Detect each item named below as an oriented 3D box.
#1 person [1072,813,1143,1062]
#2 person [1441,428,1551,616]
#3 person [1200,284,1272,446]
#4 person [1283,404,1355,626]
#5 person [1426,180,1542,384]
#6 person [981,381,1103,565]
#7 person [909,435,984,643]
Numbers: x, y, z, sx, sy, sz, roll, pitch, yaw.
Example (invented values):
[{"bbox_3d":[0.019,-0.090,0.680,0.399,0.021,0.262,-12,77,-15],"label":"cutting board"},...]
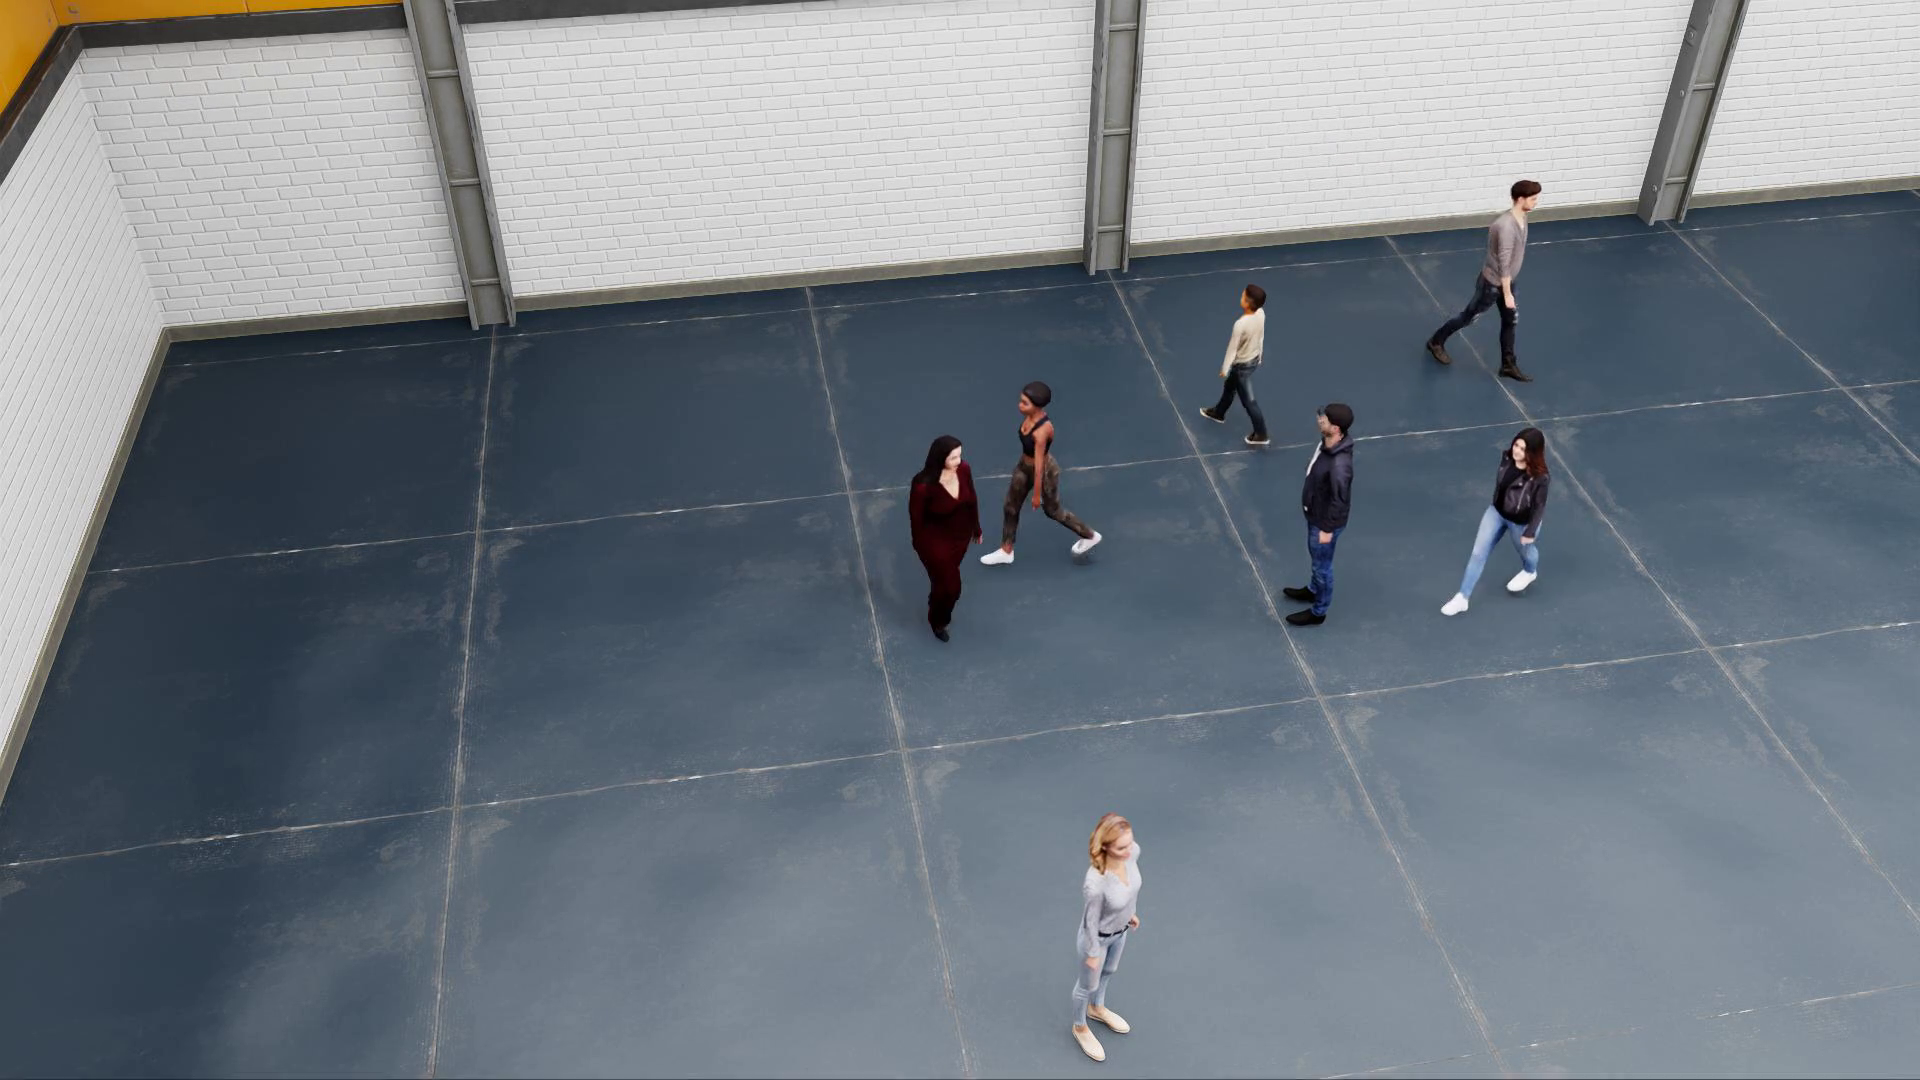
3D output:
[{"bbox_3d":[0.795,2.148,9.124,0.724,1.796,0.643,29,47,31],"label":"person"},{"bbox_3d":[4.108,-0.162,12.192,1.244,1.577,0.957,-22,43,-25],"label":"person"},{"bbox_3d":[2.427,-1.440,13.902,1.000,1.439,0.981,28,46,30],"label":"person"},{"bbox_3d":[2.648,-0.191,11.974,0.687,1.893,0.737,4,39,6],"label":"person"},{"bbox_3d":[4.617,-2.285,14.627,1.255,1.856,1.248,28,46,30],"label":"person"},{"bbox_3d":[0.677,-0.474,12.516,1.163,1.660,0.600,-7,39,-9],"label":"person"},{"bbox_3d":[-0.190,-0.072,11.953,0.794,1.735,0.866,-31,48,-33],"label":"person"}]
